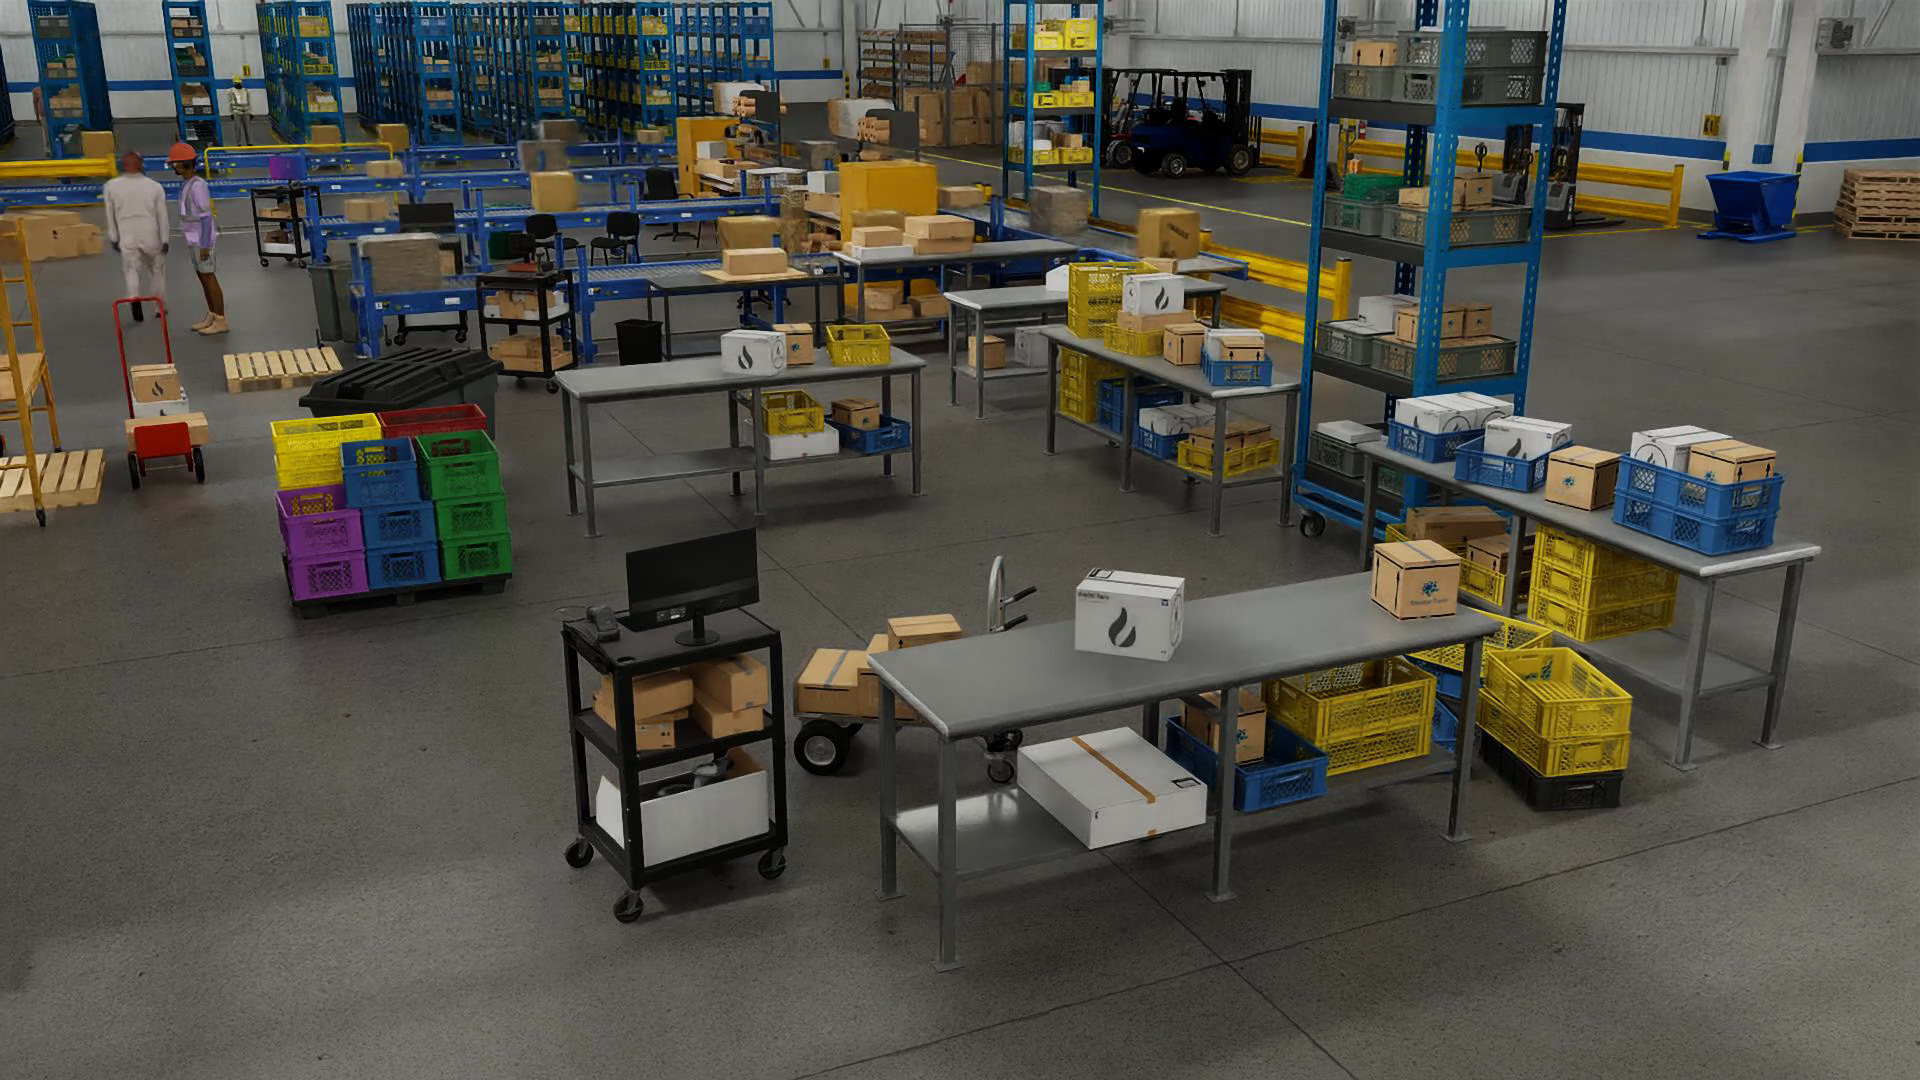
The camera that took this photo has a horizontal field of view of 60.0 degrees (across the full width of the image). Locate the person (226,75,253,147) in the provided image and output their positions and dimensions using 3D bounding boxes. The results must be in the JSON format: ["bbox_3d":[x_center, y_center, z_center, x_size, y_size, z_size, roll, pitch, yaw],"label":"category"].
[{"bbox_3d":[-18.309,-10.895,42.357,0.404,1.833,0.590,16,24,41],"label":"person"}]

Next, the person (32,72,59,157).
[{"bbox_3d":[-21.901,-10.228,39.992,0.622,1.992,0.388,-11,21,-31],"label":"person"}]

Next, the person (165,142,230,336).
[{"bbox_3d":[-8.186,-3.215,17.821,0.392,2.041,0.615,-12,21,-33],"label":"person"}]

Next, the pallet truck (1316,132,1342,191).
[{"bbox_3d":[7.723,-7.504,32.656,1.601,1.201,0.680,-8,19,-23],"label":"pallet truck"}]

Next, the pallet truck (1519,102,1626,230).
[{"bbox_3d":[9.972,-6.037,26.785,1.885,1.965,0.823,-9,20,-25],"label":"pallet truck"}]

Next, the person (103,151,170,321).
[{"bbox_3d":[-9.193,-3.394,18.639,0.643,1.887,0.762,-7,19,-20],"label":"person"}]

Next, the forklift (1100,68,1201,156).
[{"bbox_3d":[4.082,-9.564,37.410,2.680,1.987,1.157,-8,19,-23],"label":"forklift"}]

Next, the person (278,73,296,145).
[{"bbox_3d":[-17.660,-11.271,43.552,0.580,1.826,0.576,-8,19,-22],"label":"person"}]

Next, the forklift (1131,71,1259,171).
[{"bbox_3d":[4.998,-8.936,35.413,2.680,1.987,1.157,-9,20,-25],"label":"forklift"}]

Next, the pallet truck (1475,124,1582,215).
[{"bbox_3d":[9.707,-6.455,28.103,1.885,1.965,0.823,-7,19,-20],"label":"pallet truck"}]

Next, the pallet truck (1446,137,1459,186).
[{"bbox_3d":[9.184,-6.485,29.328,1.630,1.274,0.653,-8,19,-23],"label":"pallet truck"}]

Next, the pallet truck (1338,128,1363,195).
[{"bbox_3d":[7.845,-7.140,31.411,1.522,1.261,0.704,-9,20,-25],"label":"pallet truck"}]
